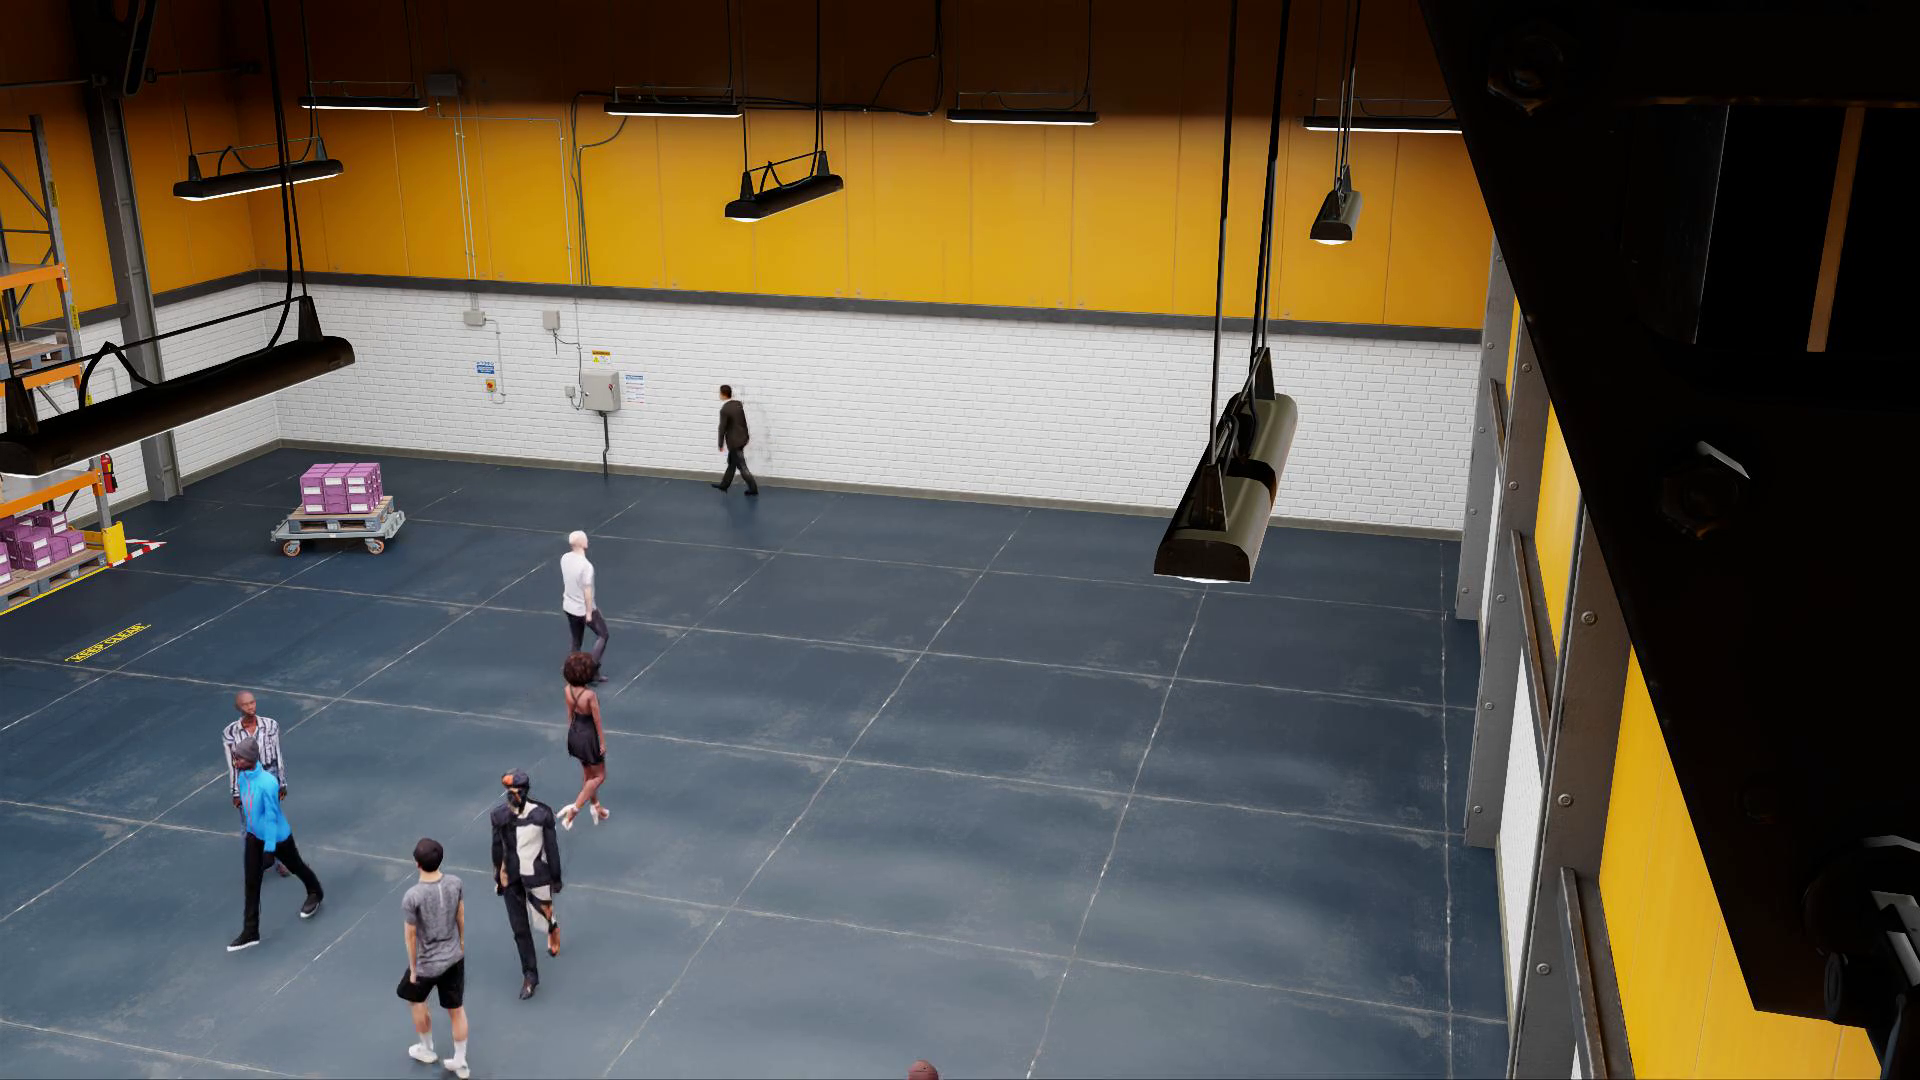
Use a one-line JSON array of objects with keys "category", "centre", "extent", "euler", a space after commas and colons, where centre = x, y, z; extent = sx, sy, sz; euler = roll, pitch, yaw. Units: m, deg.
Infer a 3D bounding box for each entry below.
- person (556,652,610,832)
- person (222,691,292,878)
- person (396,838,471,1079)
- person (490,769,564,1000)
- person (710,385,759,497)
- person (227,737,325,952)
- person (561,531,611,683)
[{"category": "person", "centre": [-3.514, 1.915, 15.400], "extent": [0.731, 1.771, 0.985], "euler": [11, 21, 29]}, {"category": "person", "centre": [-6.193, 2.157, 14.643], "extent": [0.683, 1.795, 0.746], "euler": [-11, 21, -29]}, {"category": "person", "centre": [-3.692, 3.045, 11.924], "extent": [0.937, 1.849, 0.924], "euler": [16, 25, 40]}, {"category": "person", "centre": [-3.385, 2.634, 13.104], "extent": [0.833, 1.874, 1.032], "euler": [0, 19, 1]}, {"category": "person", "centre": [-3.366, -1.509, 25.592], "extent": [0.842, 1.756, 1.003], "euler": [10, 21, 28]}, {"category": "person", "centre": [-5.665, 2.455, 13.849], "extent": [0.709, 1.737, 1.230], "euler": [7, 20, 20]}, {"category": "person", "centre": [-4.328, 0.797, 18.646], "extent": [0.770, 1.819, 0.785], "euler": [14, 23, 36]}]
